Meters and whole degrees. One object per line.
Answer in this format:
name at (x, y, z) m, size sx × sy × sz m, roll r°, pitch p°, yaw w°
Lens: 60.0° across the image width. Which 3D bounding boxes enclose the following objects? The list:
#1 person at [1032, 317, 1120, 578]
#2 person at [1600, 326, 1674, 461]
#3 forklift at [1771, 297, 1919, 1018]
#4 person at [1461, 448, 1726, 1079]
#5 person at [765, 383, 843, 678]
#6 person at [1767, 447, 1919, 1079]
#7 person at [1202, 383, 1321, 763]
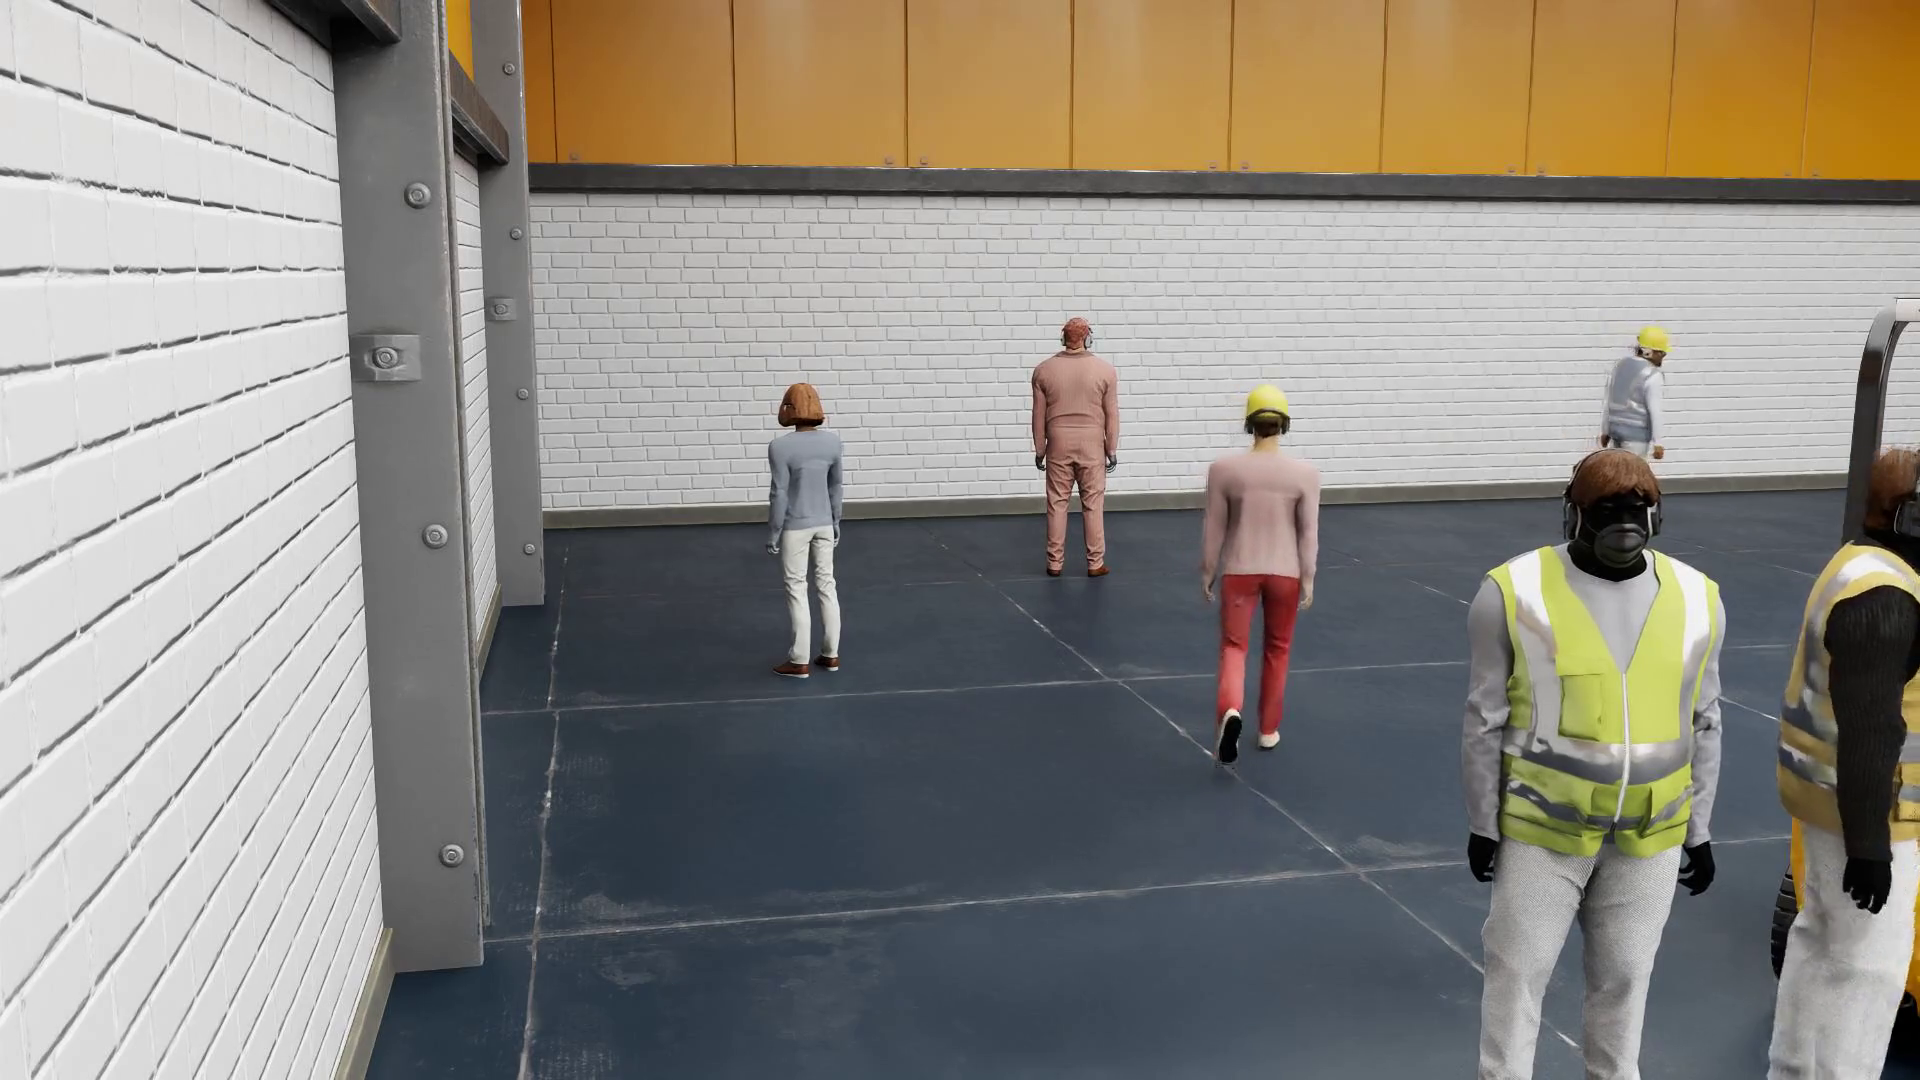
person at (0.850, -0.672, 12.182) m, size 0.641 × 1.908 × 0.407 m, roll 2°, pitch 9°, yaw 10°
person at (5.633, -0.887, 13.857) m, size 0.451 × 1.790 × 0.615 m, roll -1°, pitch 9°, yaw -9°
forklift at (3.542, 0.334, 5.177) m, size 2.313 × 2.155 × 1.214 m, roll -9°, pitch 13°, yaw -43°
person at (1.536, 0.695, 4.048) m, size 0.622 × 1.845 × 0.429 m, roll 0°, pitch 9°, yaw 2°
person at (-0.864, -0.054, 9.244) m, size 0.509 × 1.632 × 0.267 m, roll -9°, pitch 13°, yaw -43°
person at (2.297, 0.681, 4.173) m, size 0.454 × 1.827 × 0.662 m, roll 5°, pitch 11°, yaw 28°
person at (1.363, 0.160, 7.598) m, size 0.529 × 1.744 × 0.701 m, roll 2°, pitch 10°, yaw 13°
